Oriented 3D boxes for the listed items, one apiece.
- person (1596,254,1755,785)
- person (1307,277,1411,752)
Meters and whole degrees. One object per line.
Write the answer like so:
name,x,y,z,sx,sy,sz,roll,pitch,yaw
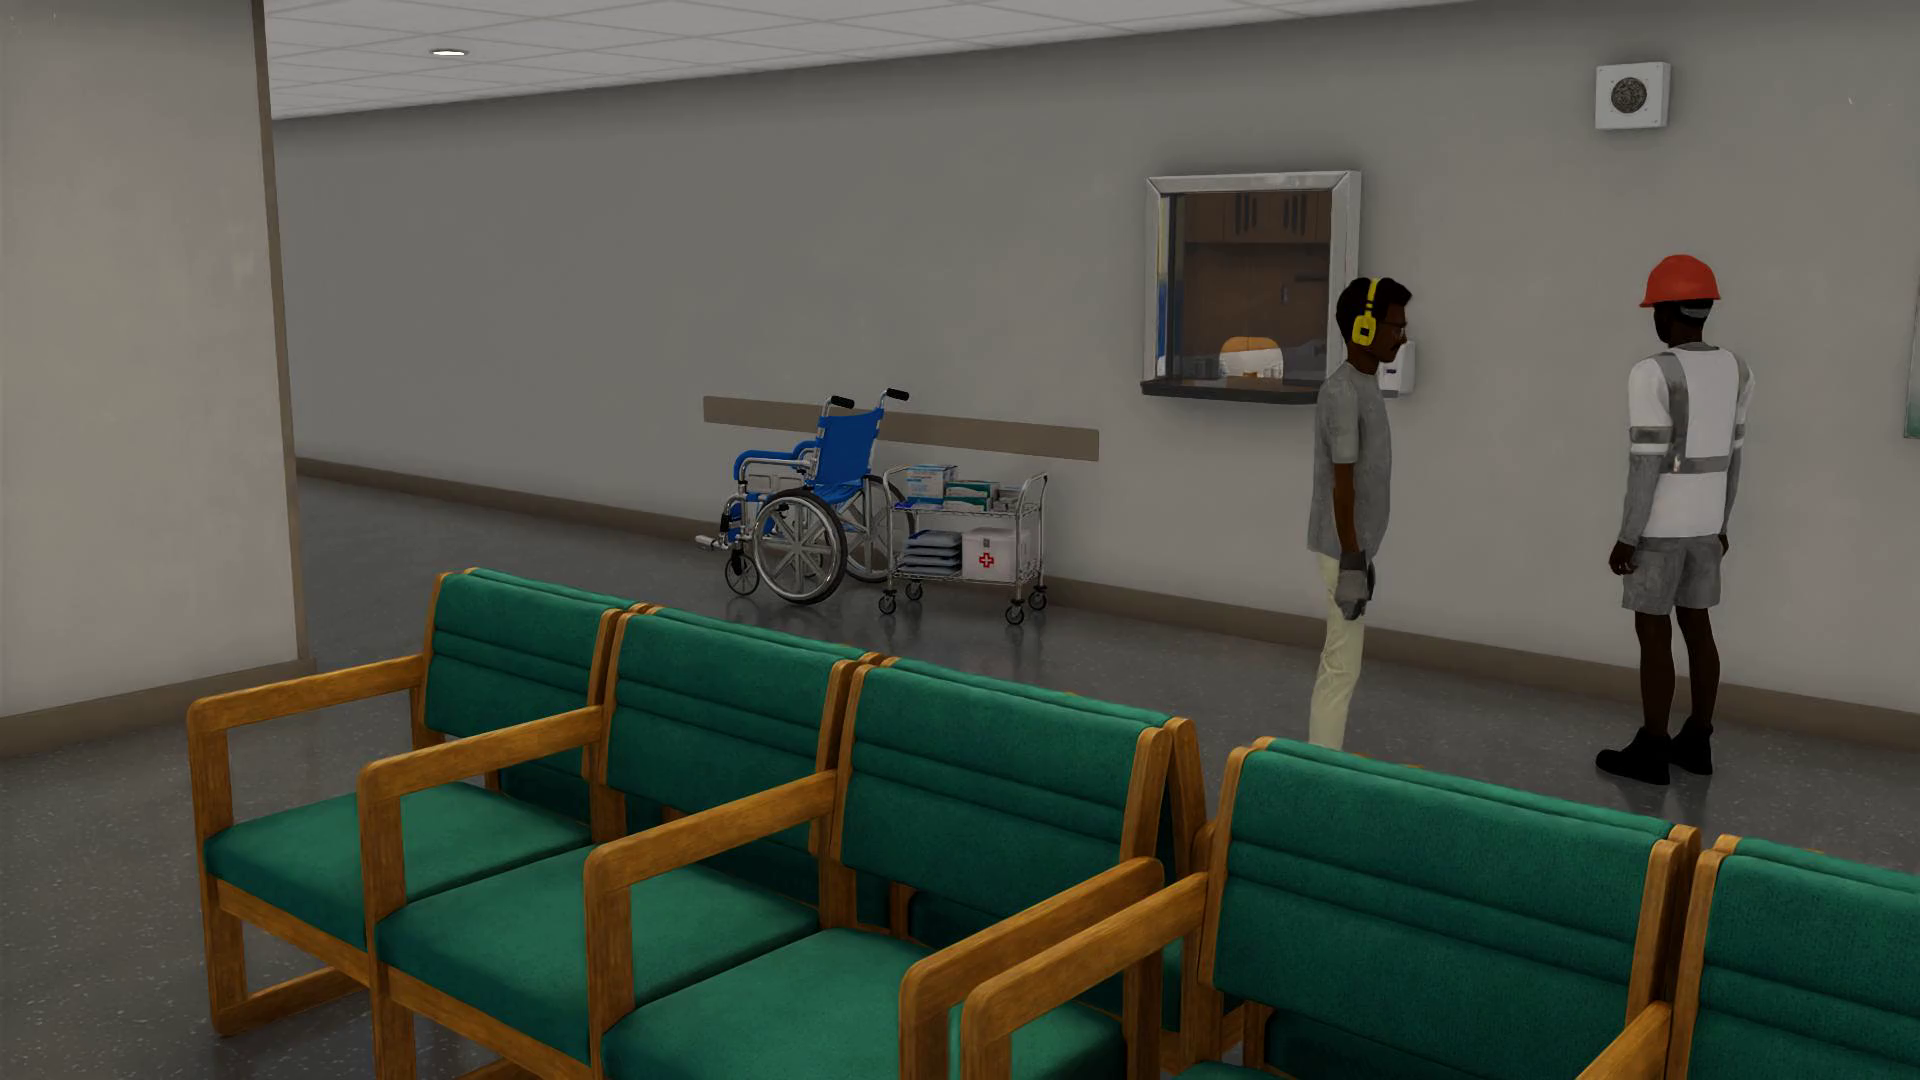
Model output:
person,2.610,-0.072,6.128,0.551,1.933,0.373,-5,11,-26
person,1.335,0.059,5.589,0.329,1.865,0.515,3,10,14
